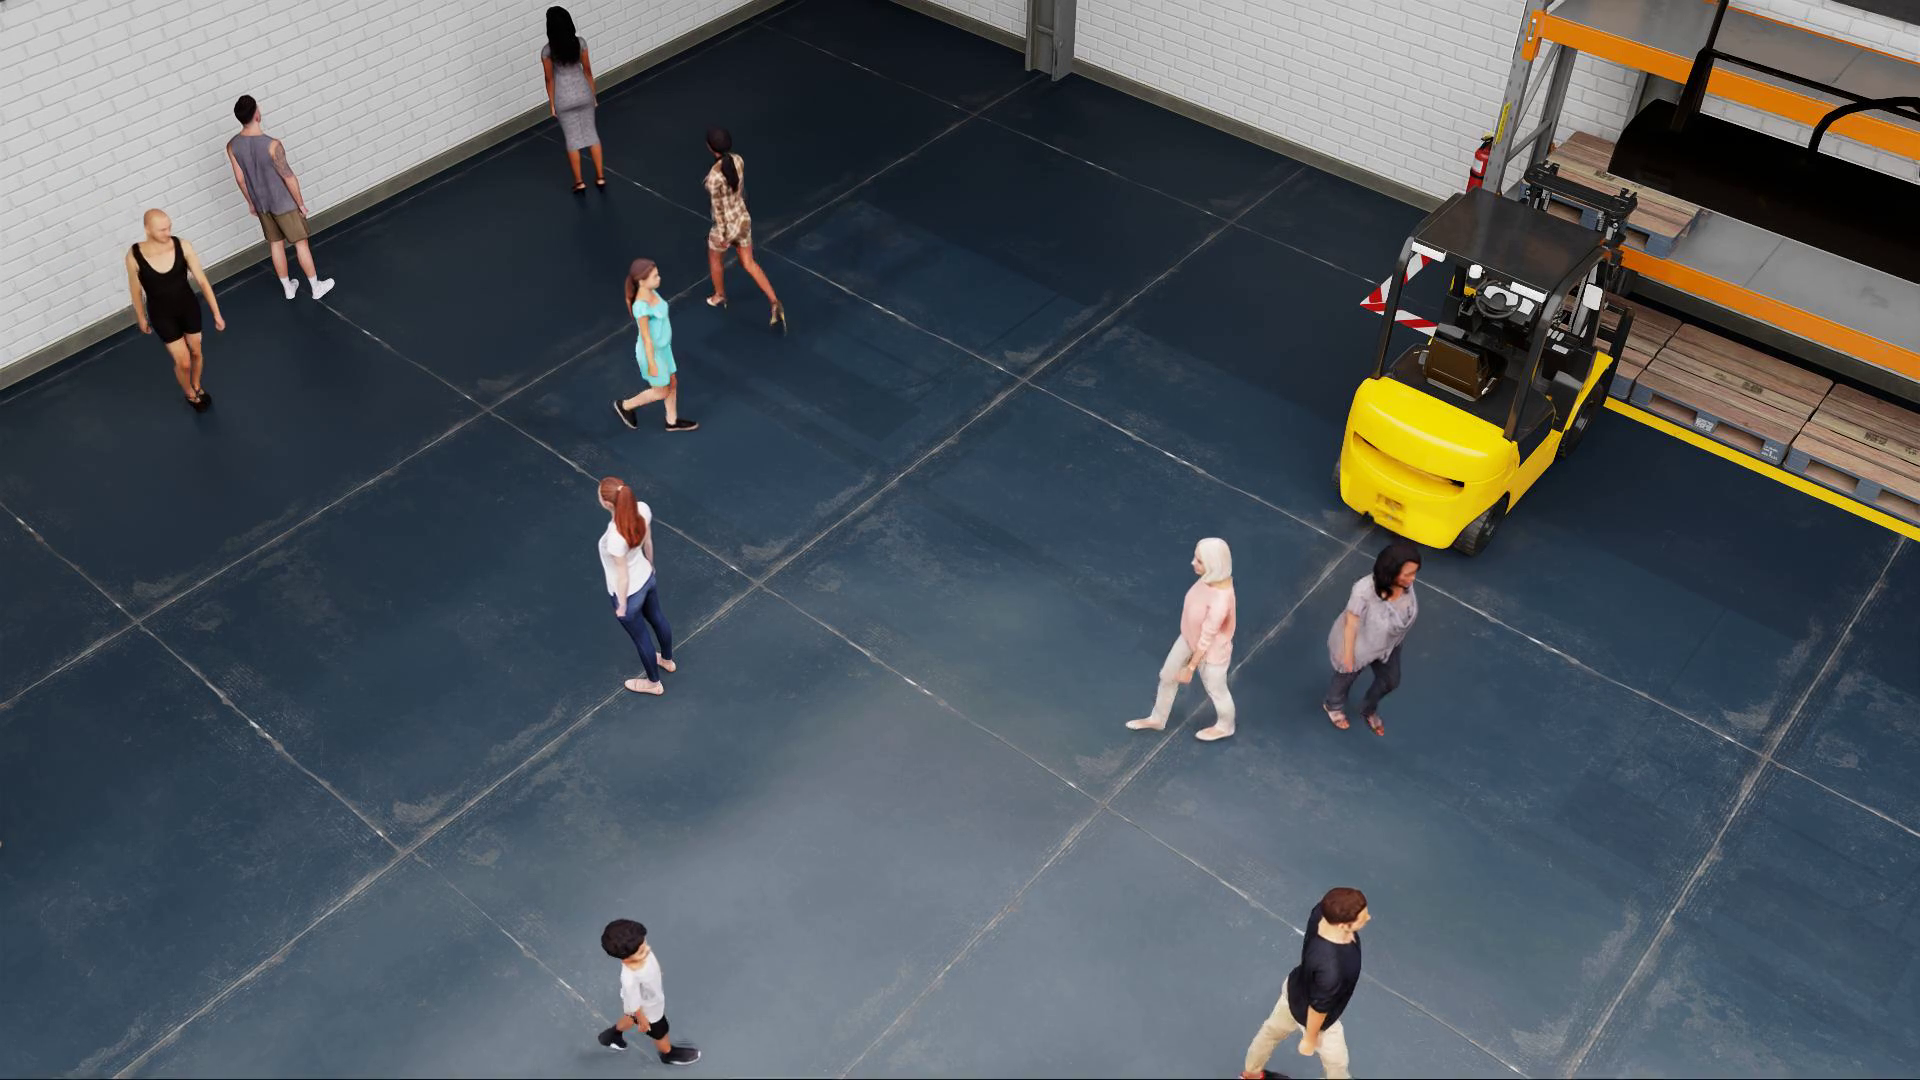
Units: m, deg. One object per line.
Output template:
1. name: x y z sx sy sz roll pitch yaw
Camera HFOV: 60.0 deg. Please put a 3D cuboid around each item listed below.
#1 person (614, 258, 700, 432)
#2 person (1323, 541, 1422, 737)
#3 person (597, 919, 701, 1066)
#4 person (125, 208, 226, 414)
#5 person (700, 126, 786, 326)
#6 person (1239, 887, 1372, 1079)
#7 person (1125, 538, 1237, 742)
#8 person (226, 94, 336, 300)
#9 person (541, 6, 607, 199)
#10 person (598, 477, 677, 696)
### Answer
1. person: -2.333 -1.409 12.333 0.933 1.550 0.823 3 44 3
2. person: 2.484 0.537 10.264 0.755 1.587 0.782 -21 47 -20
3. person: -1.696 2.349 8.607 0.806 1.248 0.760 -5 44 -5
4. person: -5.943 -1.726 12.505 0.737 1.772 0.736 -21 48 -21
5. person: -1.750 -2.452 13.277 1.098 1.758 0.672 26 50 25
6. person: 1.666 2.284 8.256 1.170 1.827 1.044 2 44 3
7. person: 1.581 0.636 10.081 0.995 1.696 0.959 -8 44 -8
8. person: -5.607 -2.776 13.604 0.685 1.844 0.787 2 44 2
9. person: -3.421 -3.882 14.765 0.663 1.778 0.672 -18 47 -18
10. person: -2.028 0.289 10.415 0.628 1.738 0.640 15 46 15
